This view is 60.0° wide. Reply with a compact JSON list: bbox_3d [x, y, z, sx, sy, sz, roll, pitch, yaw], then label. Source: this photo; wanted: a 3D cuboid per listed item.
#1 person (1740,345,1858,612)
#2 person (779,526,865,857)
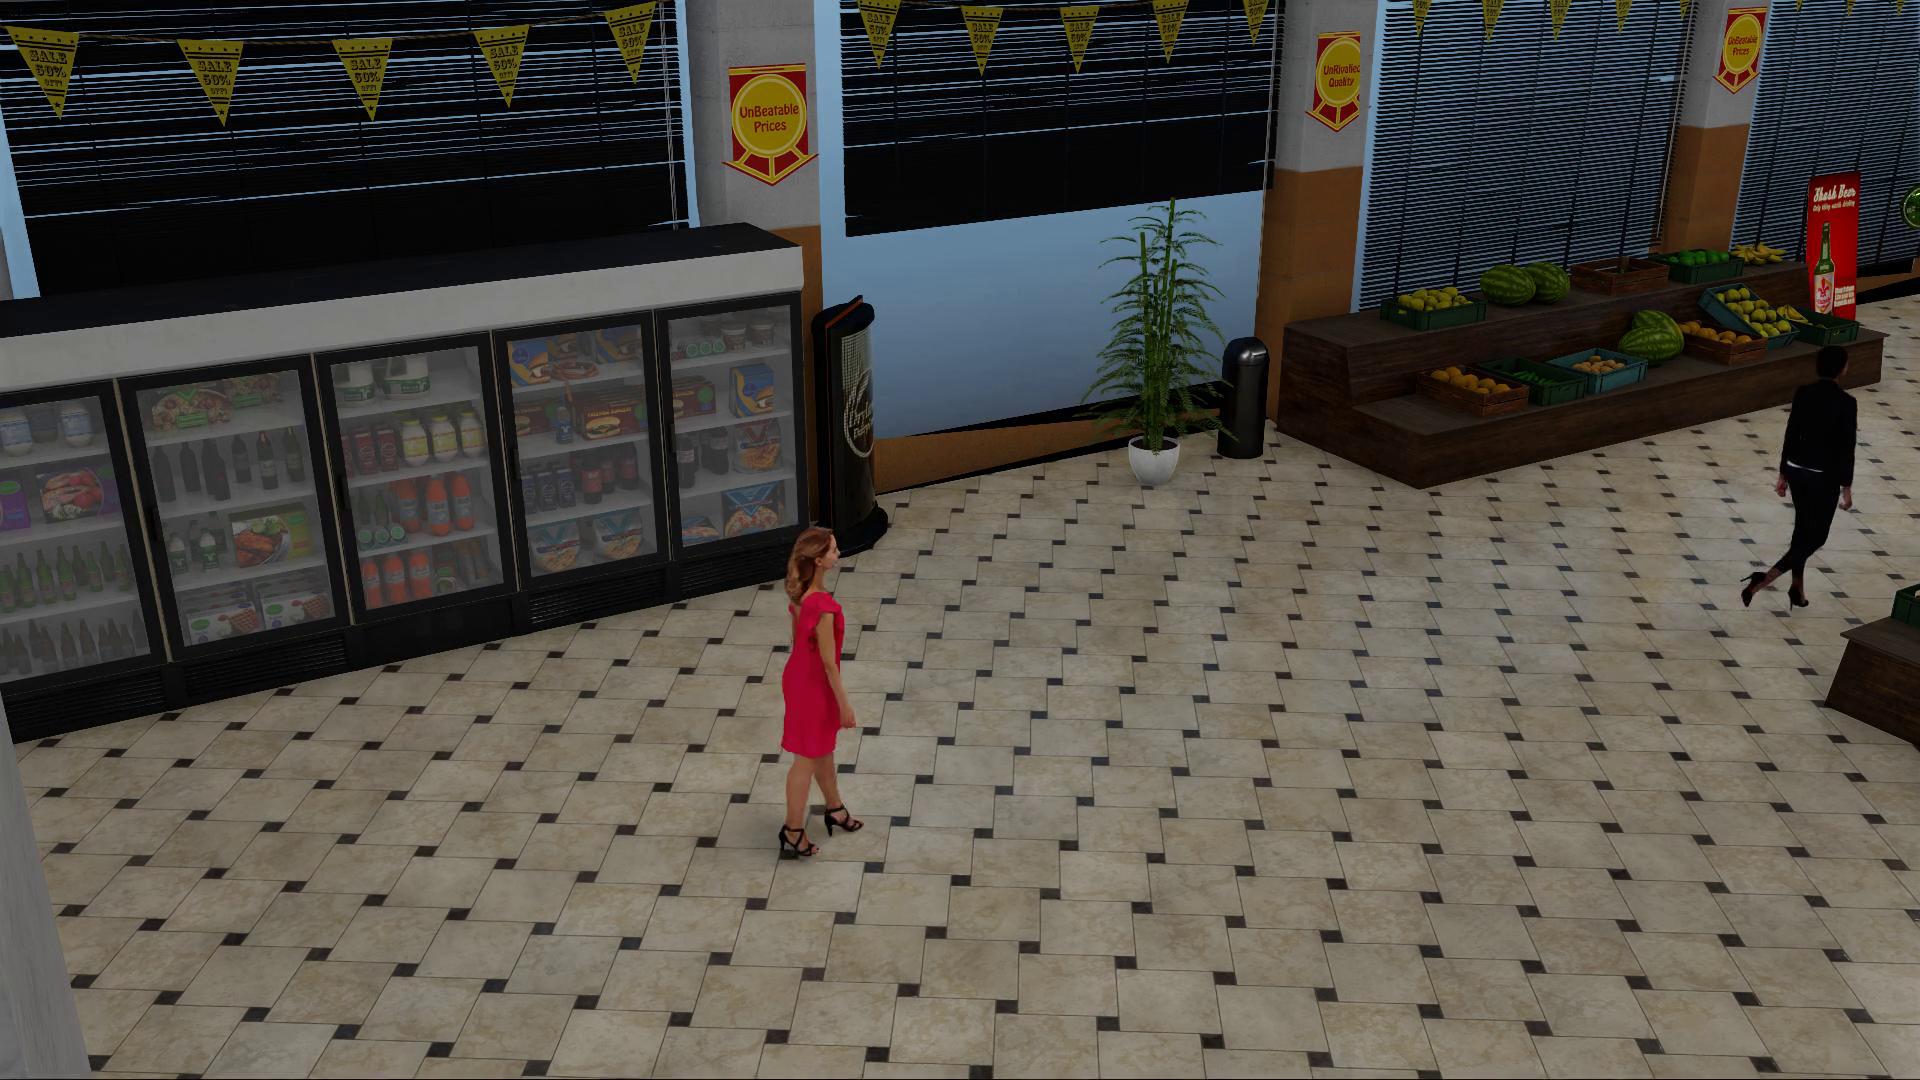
[{"bbox_3d":[5.356,-0.318,10.550,1.031,1.810,0.656,-11,24,-25],"label":"person"},{"bbox_3d":[-0.770,0.740,8.038,0.745,1.720,0.657,-6,23,-15],"label":"person"}]
